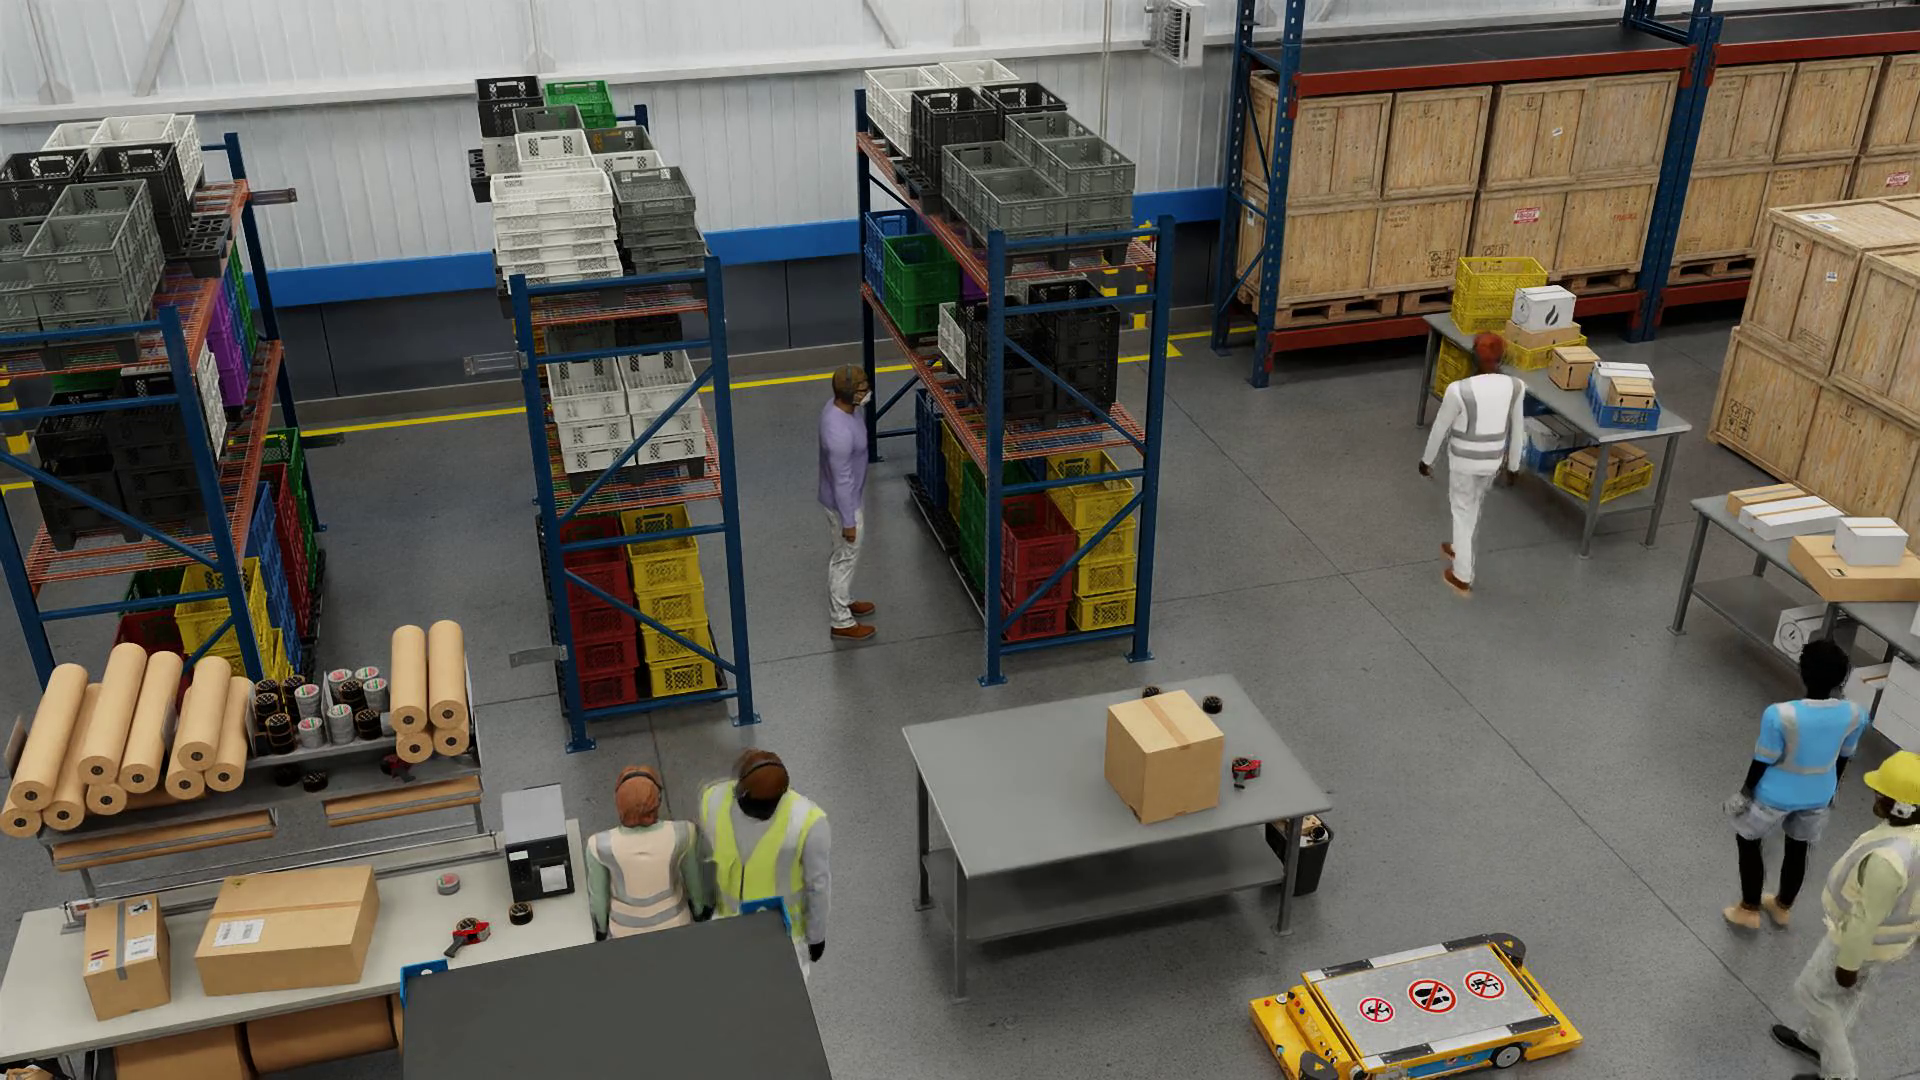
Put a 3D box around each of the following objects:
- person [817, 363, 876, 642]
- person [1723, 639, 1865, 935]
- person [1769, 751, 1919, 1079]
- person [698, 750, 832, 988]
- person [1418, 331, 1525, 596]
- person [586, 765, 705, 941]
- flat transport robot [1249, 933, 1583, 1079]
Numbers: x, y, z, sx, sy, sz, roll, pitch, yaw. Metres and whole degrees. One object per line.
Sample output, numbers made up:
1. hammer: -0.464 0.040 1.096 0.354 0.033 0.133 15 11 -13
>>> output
1. person: -0.744 -0.251 10.879 0.371 1.932 0.634 -2 29 -3
2. person: 4.168 1.264 8.373 0.573 1.693 0.319 -3 29 -6
3. person: 4.031 1.706 7.432 0.603 1.826 0.448 -21 35 -34
4. person: -0.940 1.673 7.509 0.804 1.812 0.431 10 30 18
5. person: 3.510 -0.578 11.544 0.608 1.854 0.768 -8 30 -13
6. person: -1.402 1.742 7.562 0.523 1.631 0.313 -9 30 -15
7. flat transport robot: 2.184 2.282 7.980 1.431 0.197 0.652 -8 30 -14
